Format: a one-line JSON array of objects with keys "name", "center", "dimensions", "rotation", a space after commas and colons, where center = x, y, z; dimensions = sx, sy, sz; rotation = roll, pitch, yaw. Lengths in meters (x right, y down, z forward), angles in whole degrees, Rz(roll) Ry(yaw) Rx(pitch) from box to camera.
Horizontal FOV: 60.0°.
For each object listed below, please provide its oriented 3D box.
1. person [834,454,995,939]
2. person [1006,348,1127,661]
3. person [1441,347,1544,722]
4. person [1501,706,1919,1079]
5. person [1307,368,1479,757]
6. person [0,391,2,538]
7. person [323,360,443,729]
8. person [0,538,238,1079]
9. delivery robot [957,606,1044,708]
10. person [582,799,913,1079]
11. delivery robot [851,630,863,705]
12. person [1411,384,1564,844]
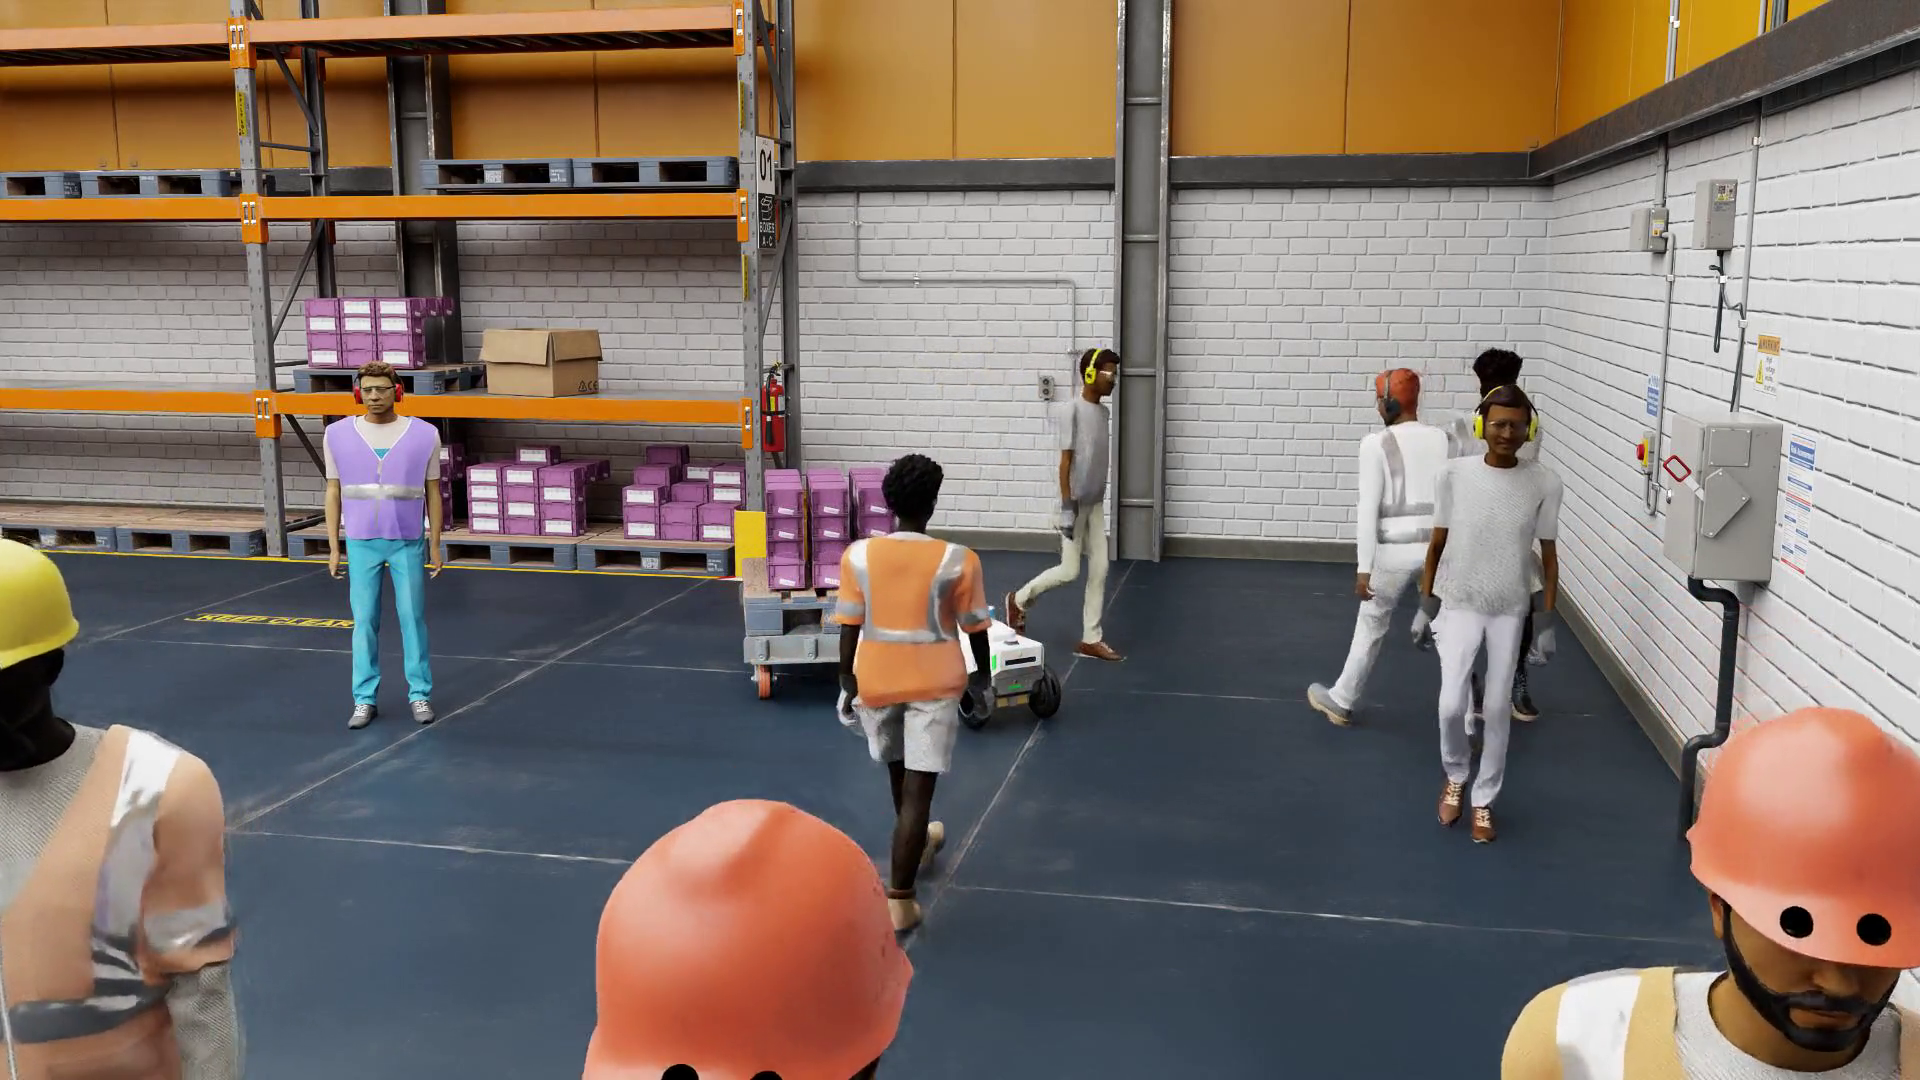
[{"name": "person", "center": [-0.141, 0.513, 5.960], "dimensions": [0.553, 1.647, 0.859], "rotation": [3, 10, 18]}, {"name": "person", "center": [0.658, -0.219, 9.853], "dimensions": [0.735, 1.840, 0.536], "rotation": [8, 12, 38]}, {"name": "person", "center": [2.606, -0.010, 8.316], "dimensions": [0.603, 1.914, 0.653], "rotation": [-1, 10, -9]}, {"name": "person", "center": [0.823, 1.105, 1.718], "dimensions": [0.551, 1.887, 0.963], "rotation": [3, 10, 17]}, {"name": "person", "center": [2.166, 0.086, 8.062], "dimensions": [0.674, 1.801, 1.024], "rotation": [-3, 10, -19]}, {"name": "person", "center": [-4.342, 0.170, 7.181], "dimensions": [0.613, 1.951, 1.006], "rotation": [8, 12, 40]}, {"name": "person", "center": [-2.890, 0.017, 8.387], "dimensions": [0.567, 1.847, 0.389], "rotation": [-3, 10, -16]}, {"name": "person", "center": [-1.450, 0.936, 2.661], "dimensions": [0.590, 1.915, 0.413], "rotation": [-1, 9, -7]}, {"name": "delivery robot", "center": [0.124, 0.582, 8.585], "dimensions": [0.477, 0.478, 0.707], "rotation": [-5, 11, -30]}, {"name": "person", "center": [-0.162, 1.155, 1.331], "dimensions": [0.585, 1.910, 0.770], "rotation": [2, 10, 11]}, {"name": "delivery robot", "center": [-0.375, 0.621, 8.352], "dimensions": [0.477, 0.478, 0.707], "rotation": [0, 9, 0]}, {"name": "person", "center": [2.098, 0.301, 6.649], "dimensions": [0.564, 1.854, 0.406], "rotation": [3, 10, 15]}]
